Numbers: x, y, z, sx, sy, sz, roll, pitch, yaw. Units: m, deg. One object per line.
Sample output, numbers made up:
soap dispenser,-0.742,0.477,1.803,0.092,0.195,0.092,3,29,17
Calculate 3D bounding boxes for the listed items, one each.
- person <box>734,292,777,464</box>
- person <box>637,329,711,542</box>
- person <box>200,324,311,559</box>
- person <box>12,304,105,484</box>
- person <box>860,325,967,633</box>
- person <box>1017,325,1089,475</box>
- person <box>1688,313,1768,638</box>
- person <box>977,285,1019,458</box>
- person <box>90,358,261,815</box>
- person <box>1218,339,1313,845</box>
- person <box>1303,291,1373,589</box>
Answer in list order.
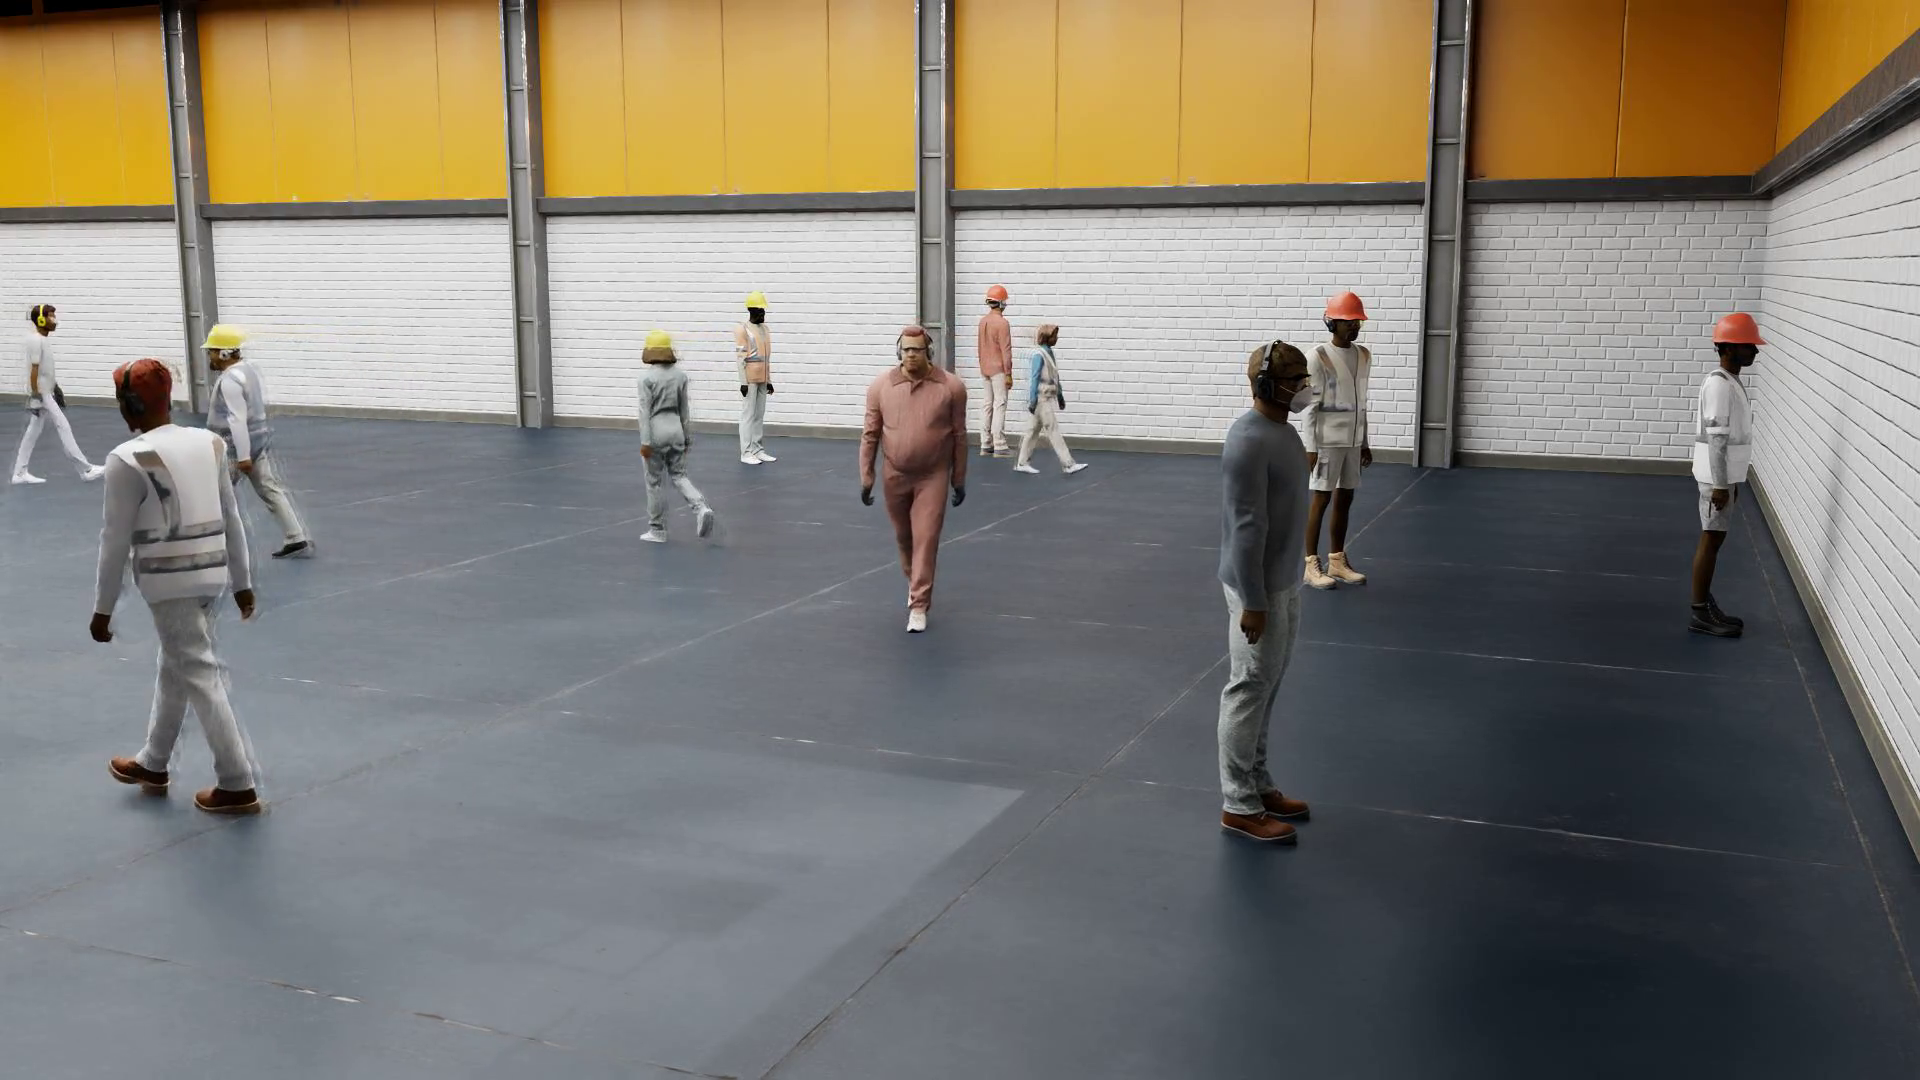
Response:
person,-2.295,-1.820,18.712,0.366,1.927,0.585,4,10,25
person,-2.309,-0.818,13.269,0.623,1.727,0.492,8,12,40
person,-5.367,-0.711,12.423,0.935,1.792,0.582,-1,9,-6
person,-9.252,-1.476,16.980,0.969,1.810,0.564,-5,10,-26
person,-0.287,-0.418,10.424,0.657,1.864,0.978,1,9,9
person,0.971,-1.473,17.588,0.845,1.589,0.543,3,10,18
person,4.614,-0.391,10.027,0.359,1.938,0.545,5,11,28
person,0.430,-1.955,19.318,0.372,1.996,0.620,-5,11,-30
person,-3.265,0.196,6.726,0.921,1.843,0.595,3,10,15
person,1.197,0.192,6.483,0.362,1.939,0.636,4,10,22
person,2.628,-0.684,11.479,0.616,2.041,0.379,-6,11,-34
